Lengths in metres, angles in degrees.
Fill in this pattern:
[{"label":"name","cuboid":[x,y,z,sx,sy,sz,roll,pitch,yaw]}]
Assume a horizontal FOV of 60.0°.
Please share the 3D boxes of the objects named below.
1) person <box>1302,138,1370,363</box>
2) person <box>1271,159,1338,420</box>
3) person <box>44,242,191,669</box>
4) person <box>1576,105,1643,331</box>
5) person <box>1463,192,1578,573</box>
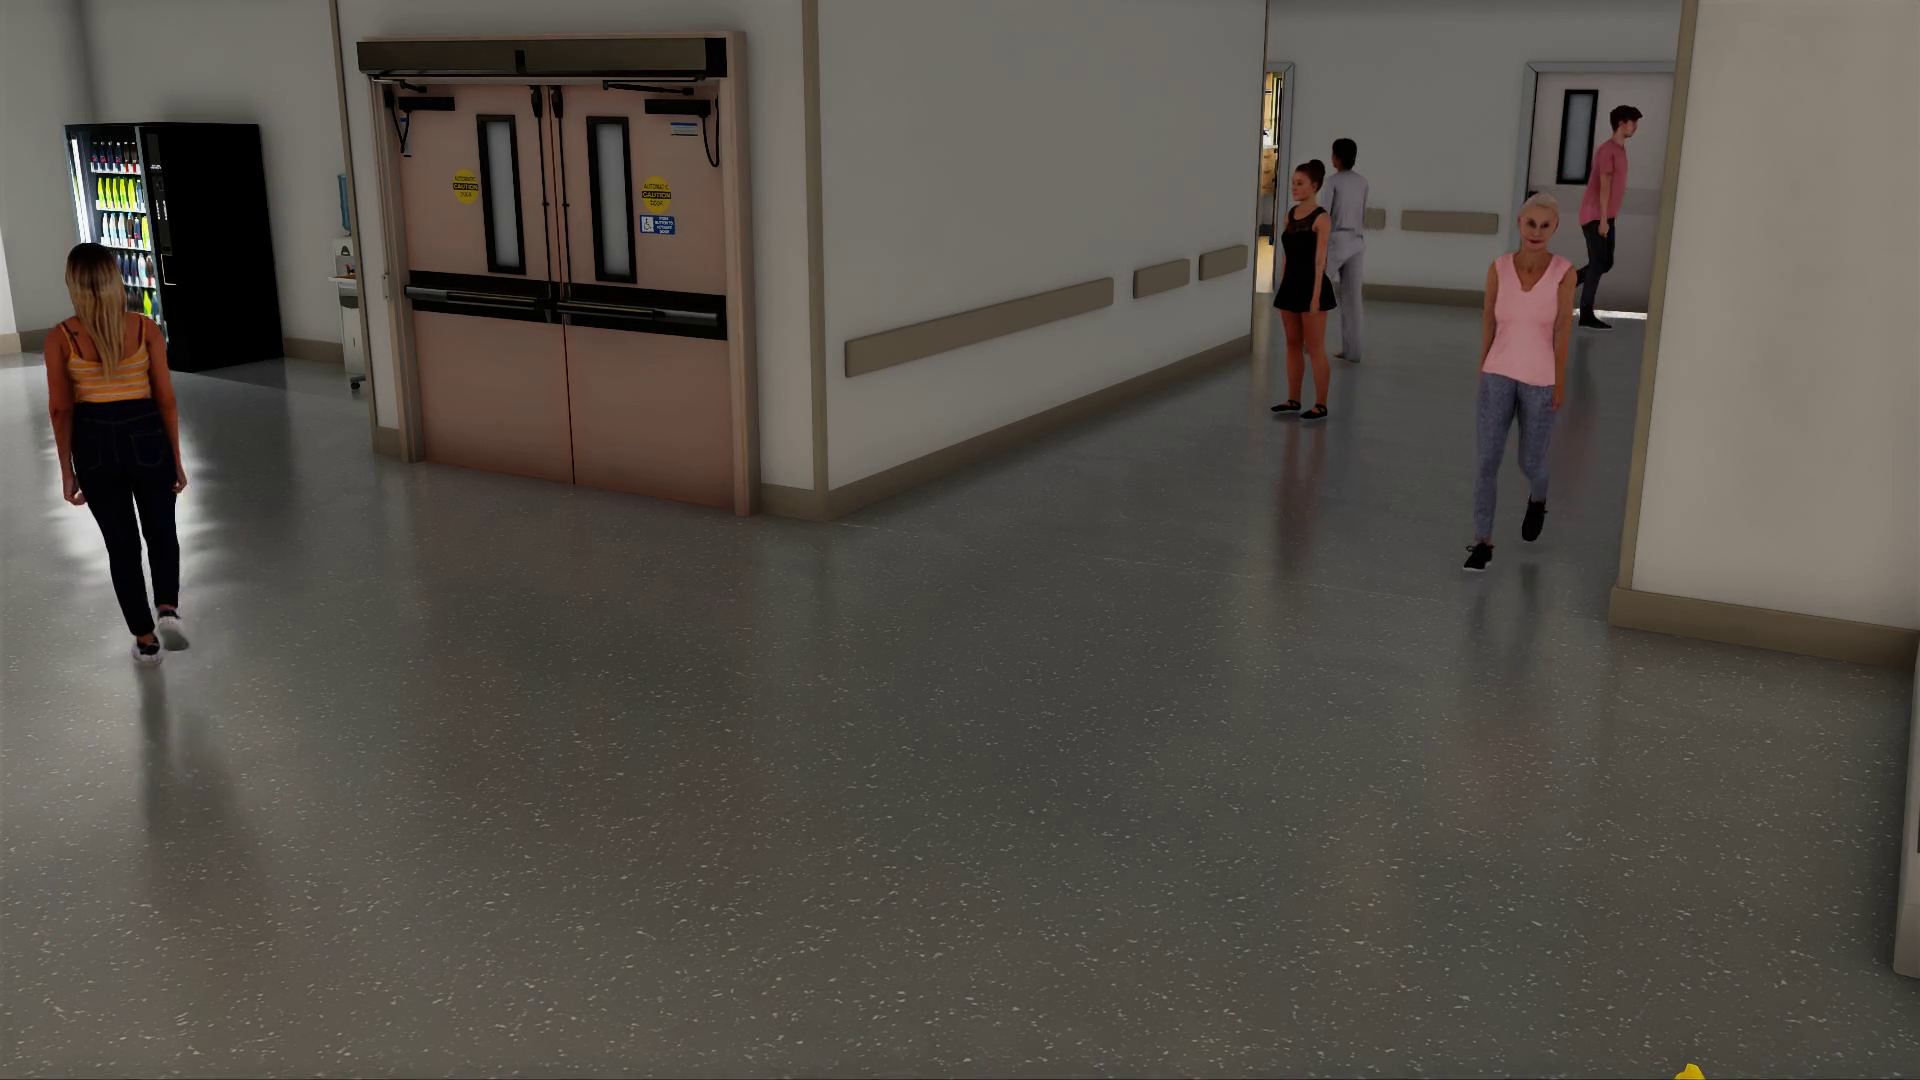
[{"label":"person","cuboid":[3.020,-2.234,12.974,0.974,1.709,1.090,-8,17,-25]},{"label":"person","cuboid":[2.276,-1.641,10.932,0.745,1.675,0.660,-9,18,-29]},{"label":"person","cuboid":[-3.104,-0.282,6.205,0.733,1.624,0.812,-10,19,-32]},{"label":"person","cuboid":[5.510,-2.815,14.630,0.908,1.928,0.664,11,19,33]},{"label":"person","cuboid":[2.589,-0.711,7.608,0.986,1.688,0.606,9,18,29]}]
